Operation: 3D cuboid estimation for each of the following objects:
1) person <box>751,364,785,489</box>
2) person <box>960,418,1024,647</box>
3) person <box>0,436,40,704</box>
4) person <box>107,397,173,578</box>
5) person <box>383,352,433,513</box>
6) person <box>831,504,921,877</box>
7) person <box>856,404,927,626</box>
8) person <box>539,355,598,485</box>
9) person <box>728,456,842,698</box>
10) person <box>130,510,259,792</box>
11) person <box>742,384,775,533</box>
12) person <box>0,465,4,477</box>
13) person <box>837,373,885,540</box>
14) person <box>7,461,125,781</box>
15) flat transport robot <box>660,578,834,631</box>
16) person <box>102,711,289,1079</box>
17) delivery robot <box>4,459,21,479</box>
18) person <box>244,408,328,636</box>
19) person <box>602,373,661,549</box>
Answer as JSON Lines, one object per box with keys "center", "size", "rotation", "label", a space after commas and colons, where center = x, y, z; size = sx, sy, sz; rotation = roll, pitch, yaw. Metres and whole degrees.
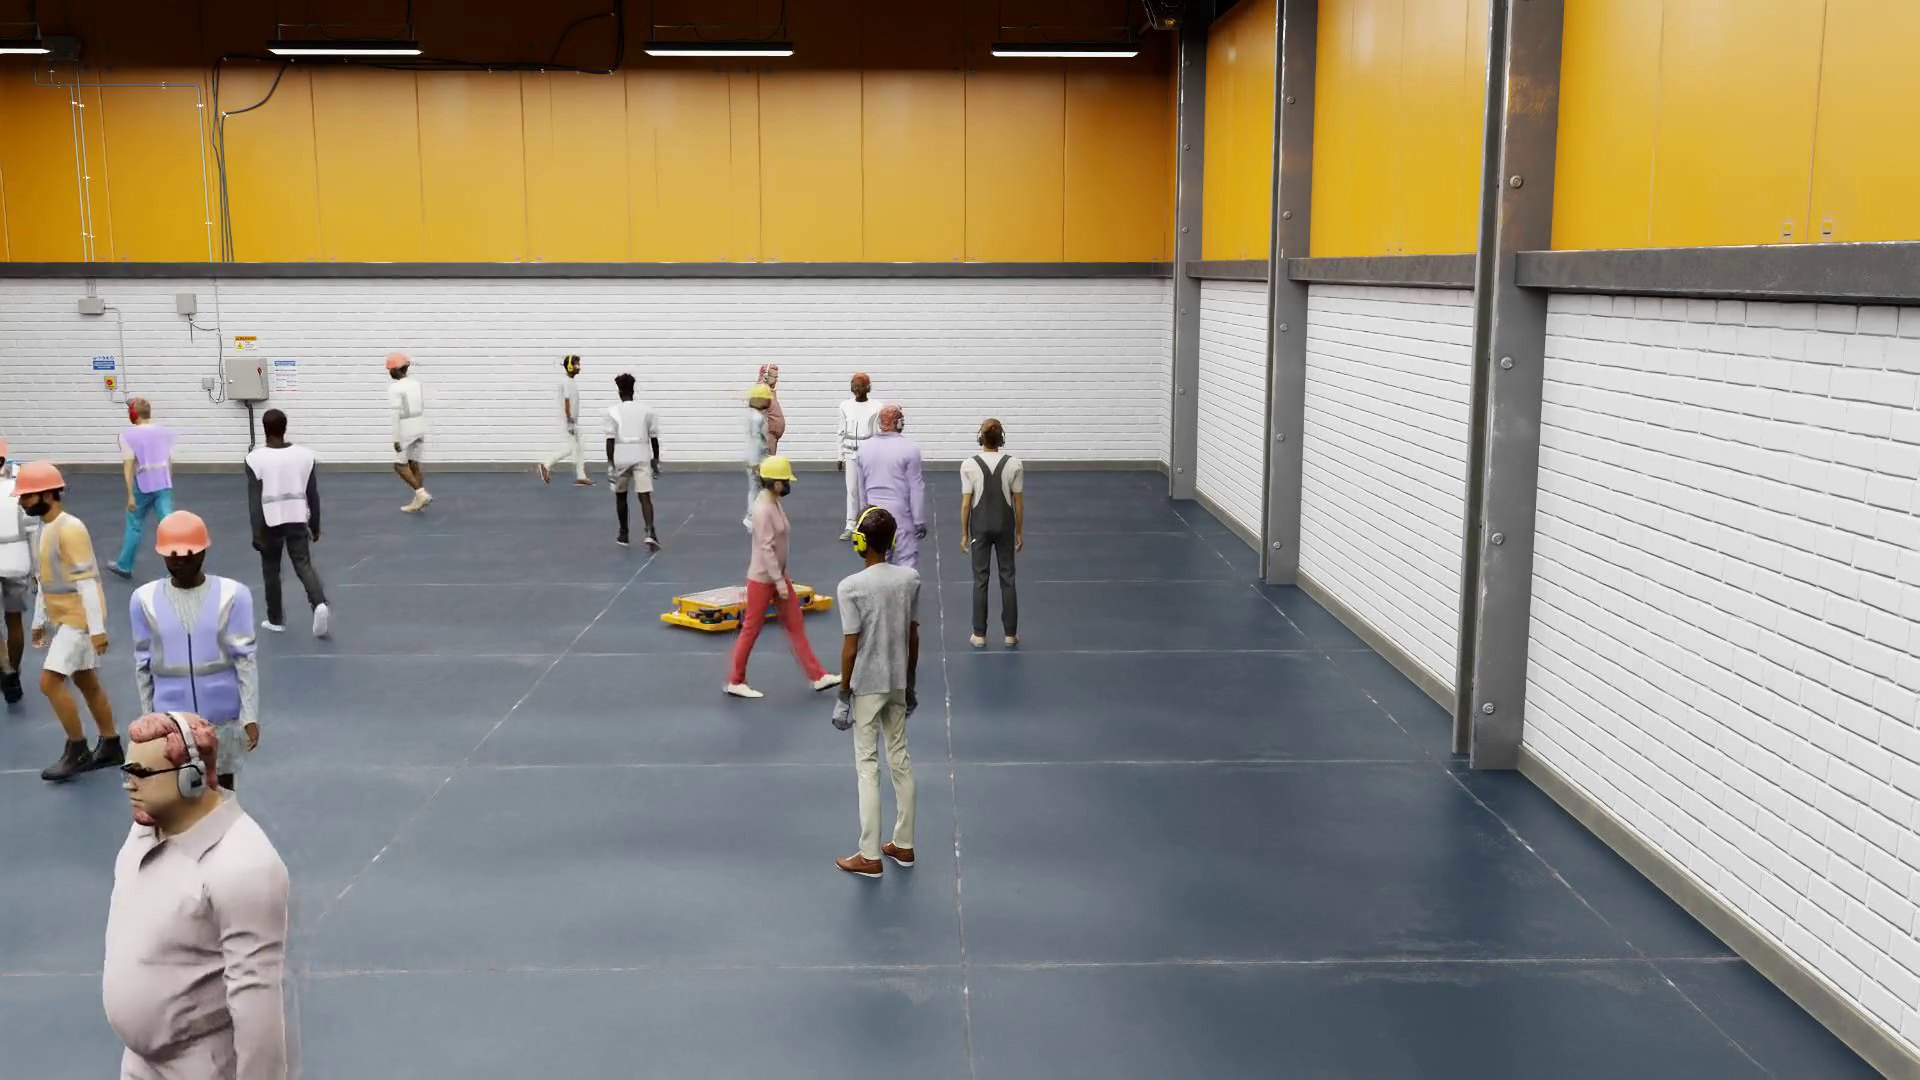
{"center": [-2.305, -1.168, 20.015], "size": [0.409, 1.903, 0.638], "rotation": [-1, 9, -3], "label": "person"}
{"center": [0.256, -0.056, 13.363], "size": [0.506, 1.847, 0.350], "rotation": [0, 9, -1], "label": "person"}
{"center": [-6.697, 0.198, 11.613], "size": [0.549, 1.917, 0.789], "rotation": [-7, 12, -38], "label": "person"}
{"center": [-7.910, -0.485, 16.133], "size": [0.986, 1.793, 0.590], "rotation": [5, 10, 26], "label": "person"}
{"center": [-6.814, -1.314, 20.542], "size": [0.547, 2.019, 0.656], "rotation": [3, 10, 20], "label": "person"}
{"center": [-0.420, 0.751, 8.342], "size": [0.510, 1.872, 0.328], "rotation": [-8, 12, -41], "label": "person"}
{"center": [-0.566, -0.200, 14.101], "size": [0.654, 1.902, 0.401], "rotation": [6, 11, 34], "label": "person"}
{"center": [-5.490, -1.666, 23.220], "size": [0.712, 1.847, 0.520], "rotation": [0, 9, 1], "label": "person"}
{"center": [-1.251, 0.277, 11.700], "size": [0.865, 1.726, 0.535], "rotation": [2, 9, 12], "label": "person"}
{"center": [-3.578, 0.813, 7.812], "size": [0.547, 1.912, 0.656], "rotation": [-3, 10, -19], "label": "person"}
{"center": [-2.288, -0.921, 19.045], "size": [0.388, 1.723, 0.491], "rotation": [-2, 10, -13], "label": "person"}
{"center": [-10.357, -0.728, 17.432], "size": [0.604, 1.869, 0.522], "rotation": [-6, 11, -34], "label": "person"}
{"center": [-1.104, -0.922, 18.563], "size": [0.574, 1.883, 0.356], "rotation": [3, 10, 17], "label": "person"}
{"center": [-5.326, 0.481, 9.882], "size": [0.640, 1.905, 0.588], "rotation": [-8, 12, -41], "label": "person"}
{"center": [-1.837, 0.550, 14.463], "size": [0.652, 0.197, 1.431], "rotation": [8, 12, 40], "label": "flat transport robot"}
{"center": [-2.011, 1.365, 4.552], "size": [0.650, 1.883, 0.822], "rotation": [7, 12, 38], "label": "person"}
{"center": [-12.347, -0.805, 21.618], "size": [0.707, 0.478, 0.477], "rotation": [-3, 10, -15], "label": "delivery robot"}
{"center": [-5.566, -0.141, 13.773], "size": [0.861, 1.893, 0.599], "rotation": [9, 13, 44], "label": "person"}
{"center": [-3.529, -0.850, 18.062], "size": [0.624, 1.920, 0.835], "rotation": [-4, 10, -24], "label": "person"}
